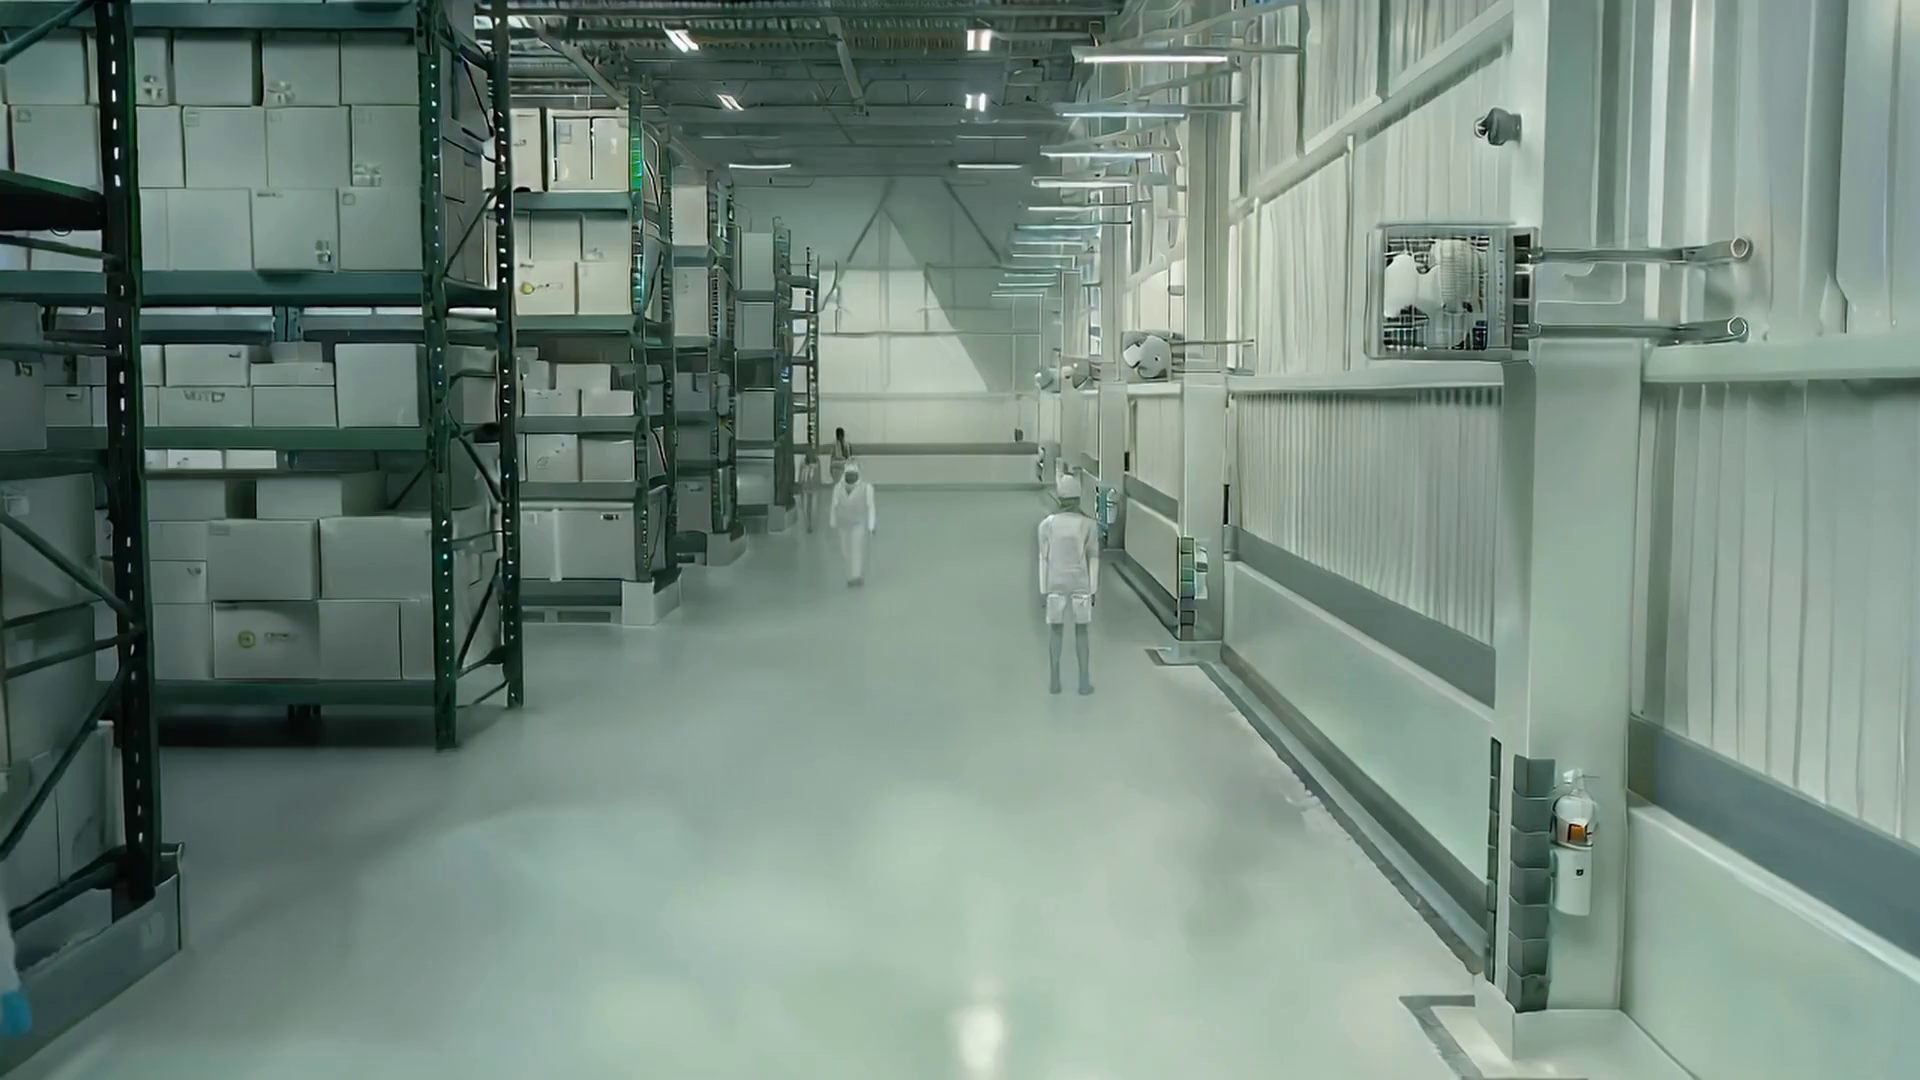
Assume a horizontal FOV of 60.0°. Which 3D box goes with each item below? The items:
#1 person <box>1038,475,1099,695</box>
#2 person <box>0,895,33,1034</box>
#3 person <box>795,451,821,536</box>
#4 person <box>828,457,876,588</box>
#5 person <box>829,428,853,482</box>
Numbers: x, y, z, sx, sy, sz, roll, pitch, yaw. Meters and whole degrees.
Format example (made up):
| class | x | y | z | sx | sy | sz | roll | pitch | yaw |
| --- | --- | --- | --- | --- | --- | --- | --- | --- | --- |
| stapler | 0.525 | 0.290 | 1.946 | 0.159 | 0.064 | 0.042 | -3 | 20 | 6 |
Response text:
| class | x | y | z | sx | sy | sz | roll | pitch | yaw |
| --- | --- | --- | --- | --- | --- | --- | --- | --- | --- |
| person | 0.958 | 0.402 | 14.655 | 0.543 | 1.939 | 0.360 | 1 | 5 | 10 |
| person | -3.169 | 1.351 | 4.988 | 0.579 | 1.694 | 0.850 | 3 | 6 | 33 |
| person | -2.879 | -0.879 | 31.577 | 0.567 | 1.610 | 0.586 | 5 | 7 | 44 |
| person | -1.472 | -0.233 | 22.817 | 0.606 | 1.812 | 0.435 | 2 | 5 | 23 |
| person | -2.718 | -1.607 | 38.169 | 0.588 | 1.916 | 0.639 | 0 | 5 | -6 |
